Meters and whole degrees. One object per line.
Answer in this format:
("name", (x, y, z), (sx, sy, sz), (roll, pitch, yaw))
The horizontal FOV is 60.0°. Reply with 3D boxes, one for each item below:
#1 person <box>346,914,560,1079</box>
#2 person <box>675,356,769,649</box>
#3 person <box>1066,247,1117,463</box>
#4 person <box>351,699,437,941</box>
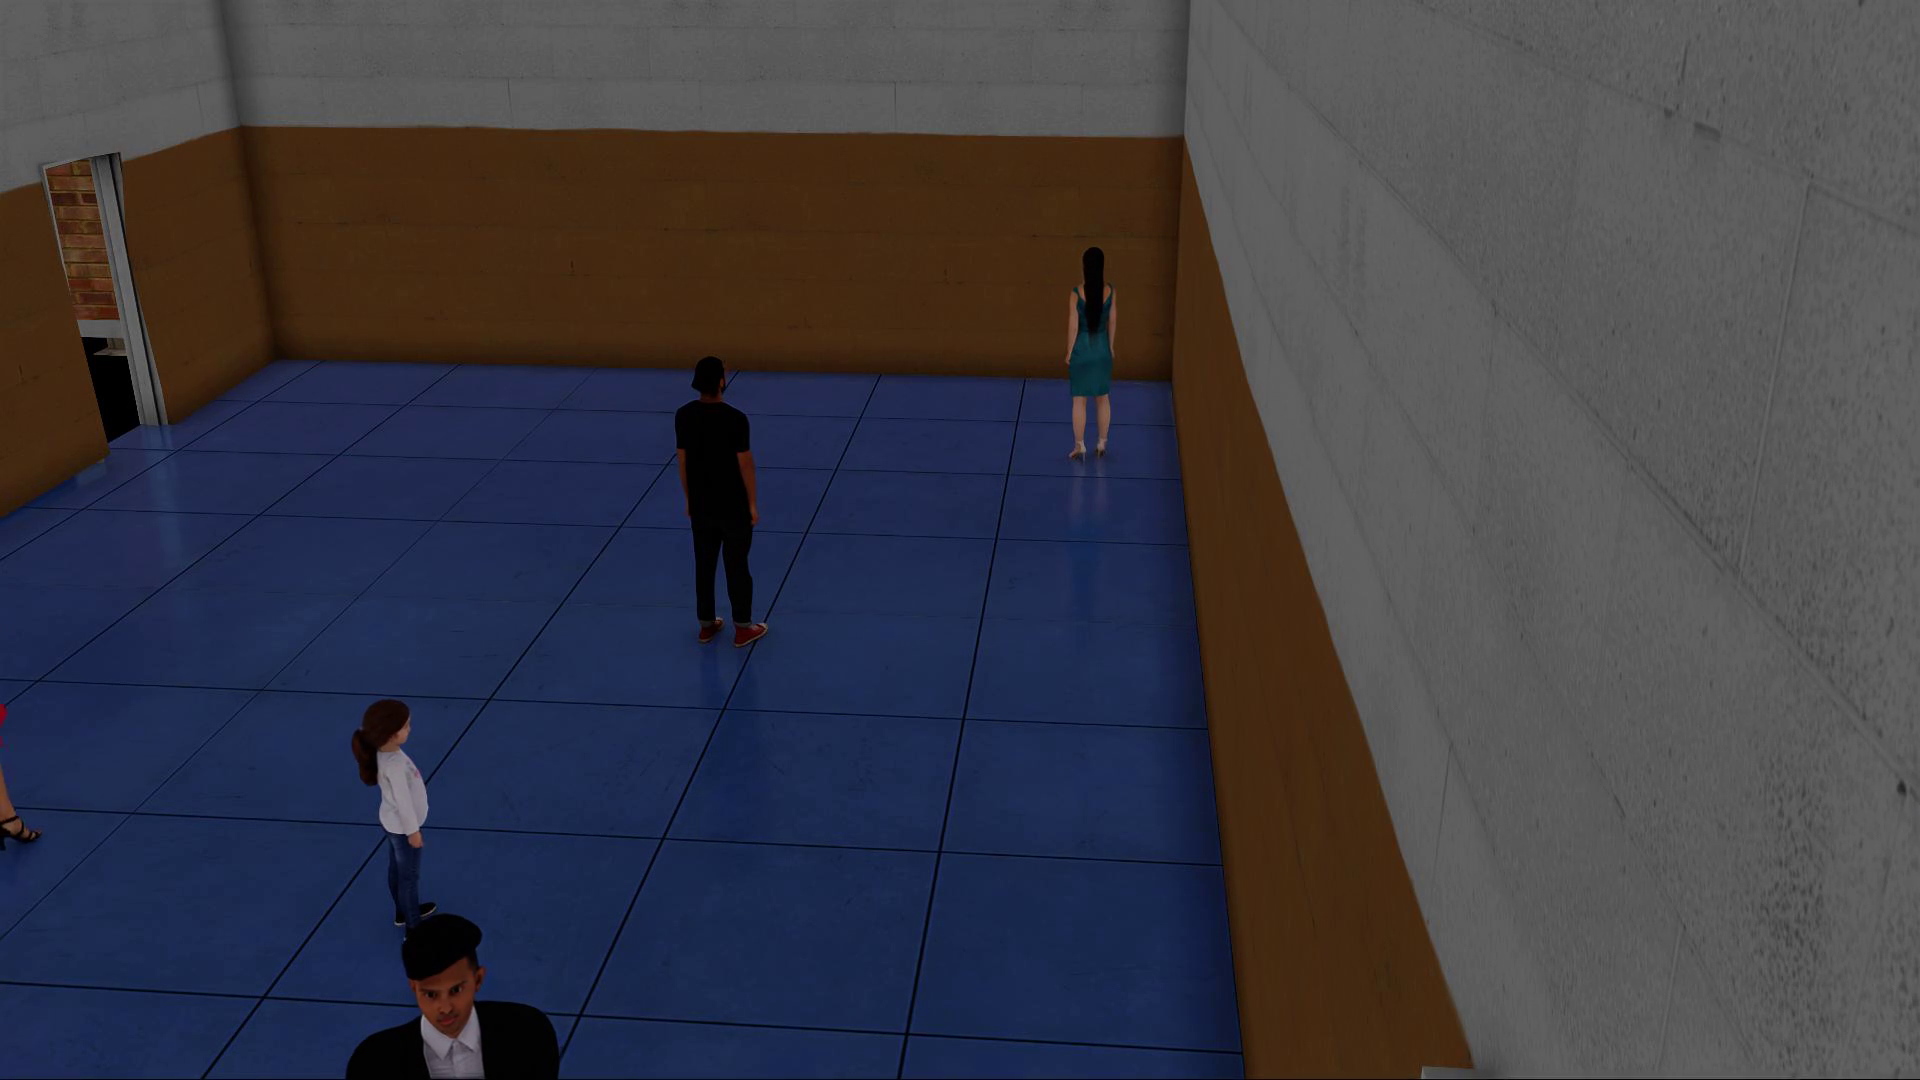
("person", (-1.311, 1.815, 4.497), (0.670, 1.884, 0.831), (-8, 23, -20))
("person", (-1.409, -0.220, 9.731), (0.589, 1.758, 0.737), (7, 23, 16))
("person", (1.009, -1.432, 12.842), (0.541, 1.686, 0.666), (-7, 23, -16))
("person", (-2.397, 1.181, 7.108), (0.590, 1.113, 0.535), (-13, 25, -29))
